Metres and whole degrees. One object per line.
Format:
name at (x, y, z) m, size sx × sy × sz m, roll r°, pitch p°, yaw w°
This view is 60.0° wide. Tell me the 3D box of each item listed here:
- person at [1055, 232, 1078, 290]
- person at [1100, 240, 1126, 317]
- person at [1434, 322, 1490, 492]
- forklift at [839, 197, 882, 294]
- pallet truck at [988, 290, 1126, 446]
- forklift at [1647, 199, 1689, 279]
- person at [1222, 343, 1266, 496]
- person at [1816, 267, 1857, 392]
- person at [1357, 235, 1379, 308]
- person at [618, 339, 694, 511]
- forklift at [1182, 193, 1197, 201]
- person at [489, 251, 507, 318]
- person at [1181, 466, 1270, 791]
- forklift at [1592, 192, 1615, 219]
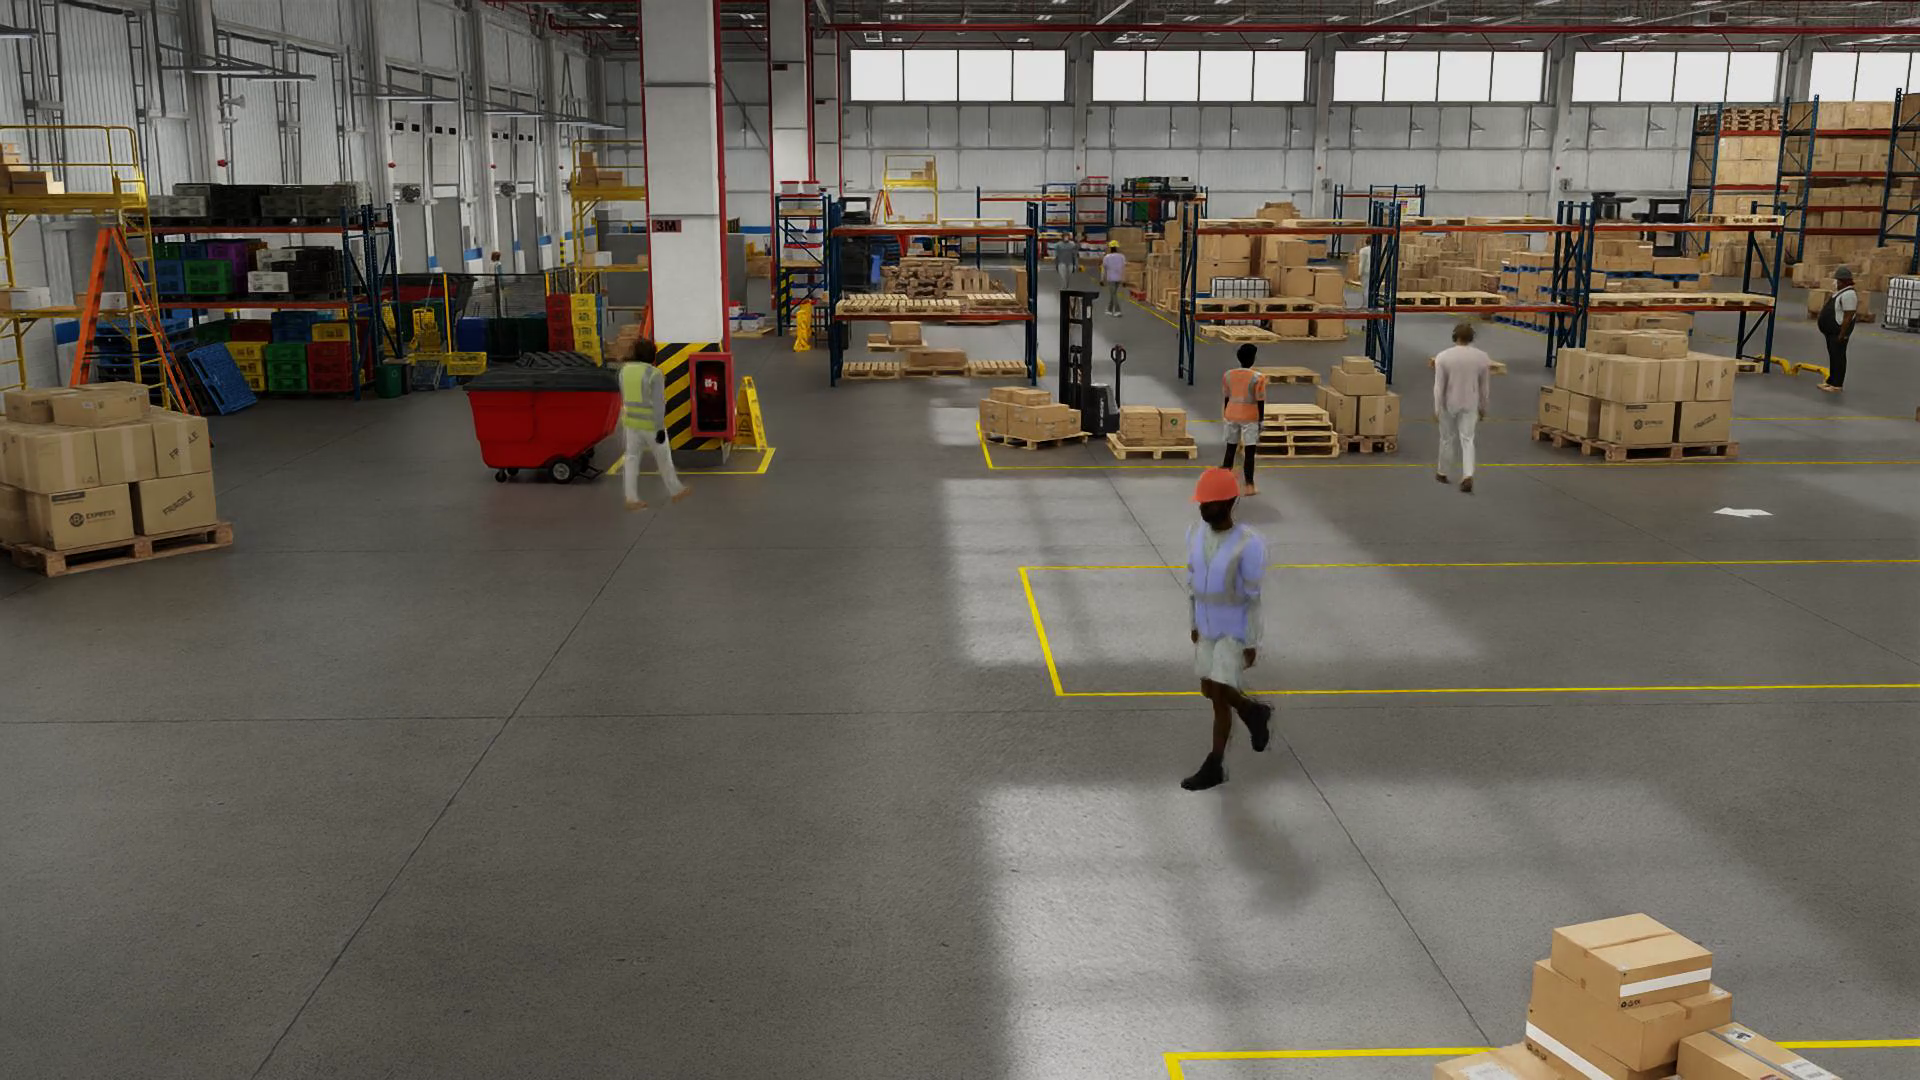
person at (3.006, -7.843, 47.380) m, size 0.633 × 1.907 × 0.979 m, roll -2°, pitch 13°, yaw -9°
person at (3.828, -6.486, 41.303) m, size 0.590 × 1.881 × 0.982 m, roll -6°, pitch 14°, yaw -26°
person at (5.664, -1.509, 18.795) m, size 0.647 × 1.897 × 1.010 m, roll 0°, pitch 12°, yaw 2°
forklift at (-3.050, -8.675, 48.889) m, size 1.129 × 2.768 × 1.873 m, roll 3°, pitch 13°, yaw 14°
pallet truck at (1.257, -2.299, 22.111) m, size 1.885 × 1.965 × 0.823 m, roll -9°, pitch 15°, yaw -35°
forklift at (19.207, -7.892, 45.353) m, size 1.129 × 2.768 × 1.873 m, roll 0°, pitch 12°, yaw -2°
person at (3.148, -1.340, 18.488) m, size 0.533 × 1.690 × 0.321 m, roll 10°, pitch 16°, yaw 37°
person at (14.301, -3.441, 27.169) m, size 0.537 × 2.000 × 0.689 m, roll 4°, pitch 13°, yaw 16°
person at (10.555, -6.884, 42.944) m, size 0.637 × 1.938 × 0.356 m, roll -5°, pitch 13°, yaw -20°
person at (-3.273, -1.244, 17.778) m, size 0.654 × 1.802 × 0.901 m, roll 8°, pitch 15°, yaw 32°
forklift at (7.795, -10.457, 56.936) m, size 1.873 × 2.768 × 1.129 m, roll 3°, pitch 13°, yaw 13°
person at (-11.385, -6.265, 40.857) m, size 0.526 × 1.631 × 0.318 m, roll 12°, pitch 17°, yaw 43°
person at (1.600, 0.480, 9.769) m, size 0.754 × 1.913 × 0.555 m, roll -10°, pitch 16°, yaw -39°
forklift at (23.541, -11.386, 61.127) m, size 1.129 × 2.768 × 1.873 m, roll -8°, pitch 15°, yaw -31°
